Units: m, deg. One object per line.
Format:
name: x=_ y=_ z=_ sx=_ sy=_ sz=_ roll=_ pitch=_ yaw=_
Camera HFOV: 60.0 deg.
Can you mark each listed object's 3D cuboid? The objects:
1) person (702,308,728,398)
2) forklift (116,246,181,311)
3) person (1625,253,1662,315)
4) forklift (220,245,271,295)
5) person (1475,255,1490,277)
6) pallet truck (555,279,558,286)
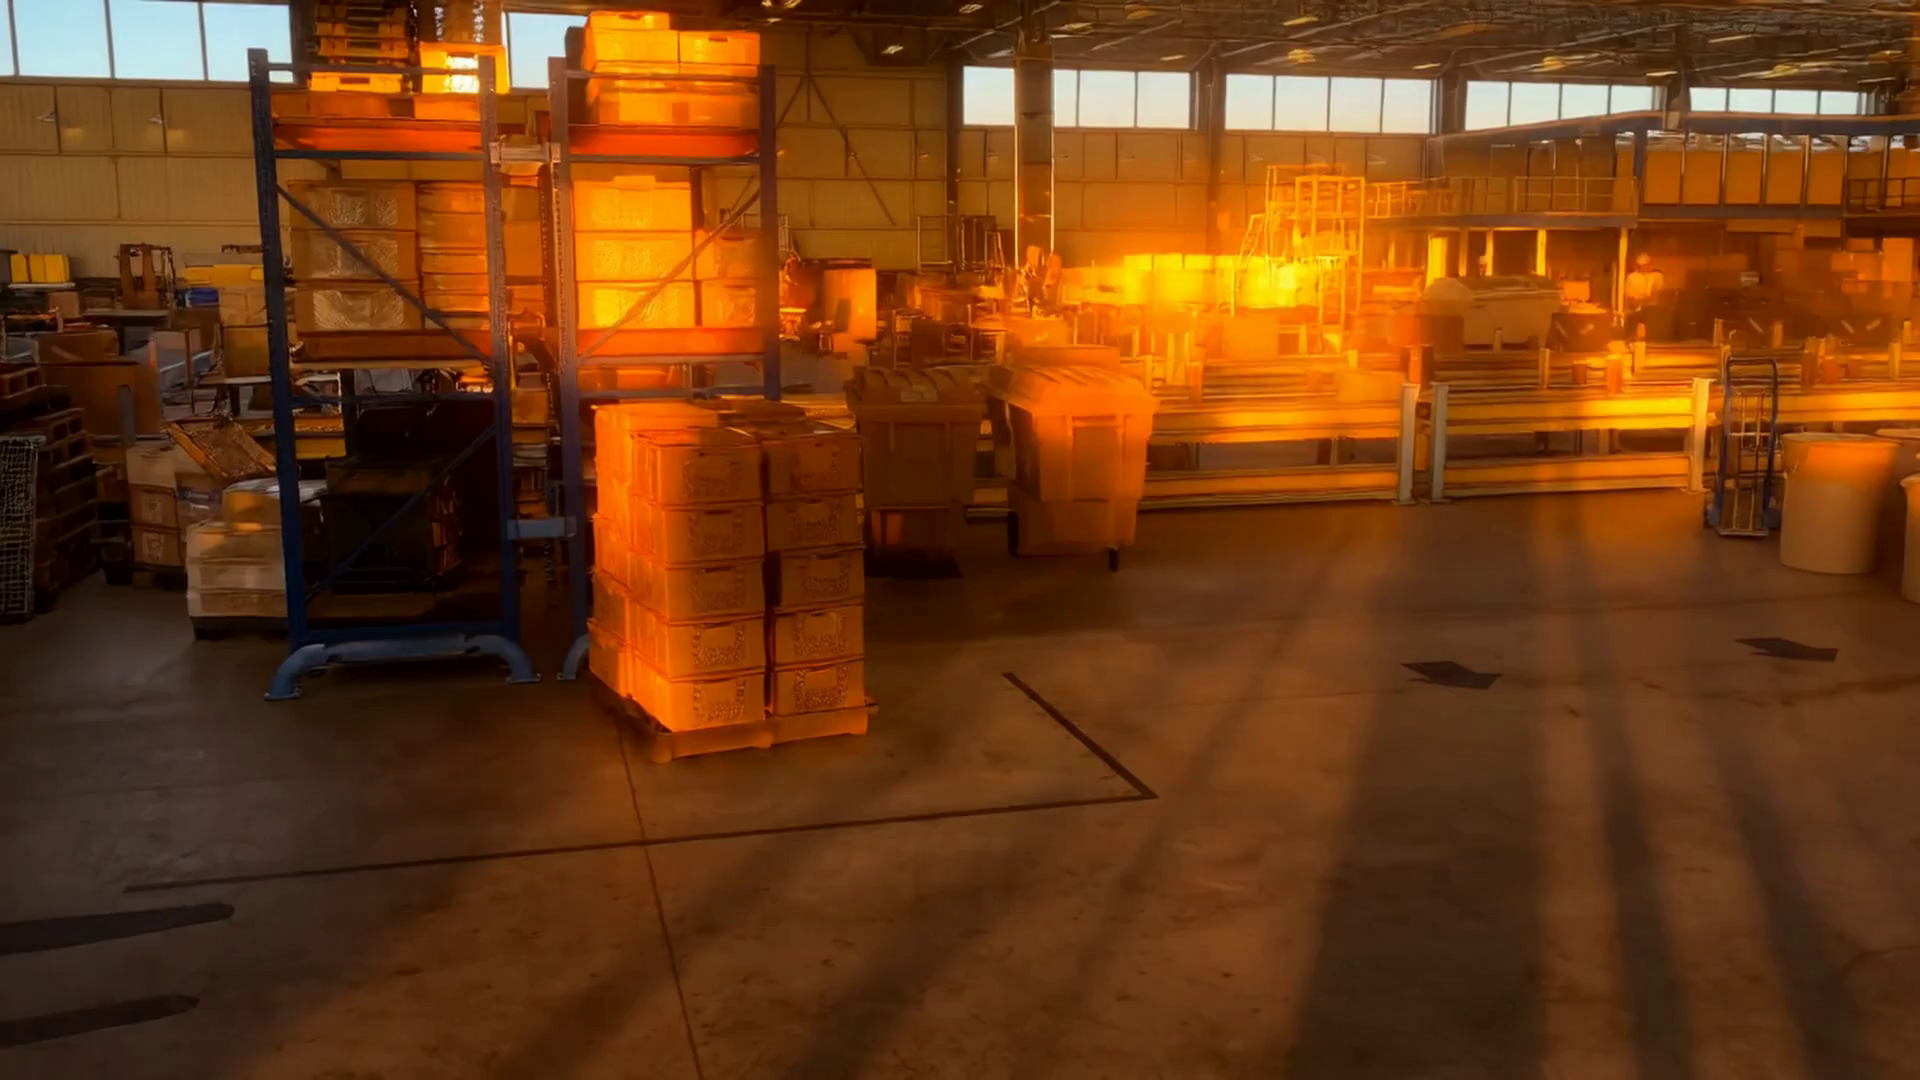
person: x=-2.964 y=-2.272 z=20.034 sx=0.826 sy=1.729 sz=0.552 roll=10 pitch=14 yaw=44
forklift: x=-19.966 y=-6.232 z=40.894 sx=1.157 sy=1.987 sz=2.680 roll=-3 pitch=10 yaw=-15
person: x=12.397 y=-4.198 z=30.206 sx=0.638 sy=1.991 sz=1.010 roll=5 pitch=11 yaw=25
forklift: x=-17.749 y=-6.334 z=41.440 sx=1.157 sy=1.987 sz=2.680 roll=-3 pitch=10 yaw=-17
person: x=16.460 y=-8.032 z=52.344 sx=0.584 sy=1.858 sz=0.780 roll=-3 pitch=11 yaw=-18
pallet truck: x=-10.604 y=-6.375 z=44.520 sx=0.653 sy=1.274 sz=1.630 roll=-3 pitch=10 yaw=-15
